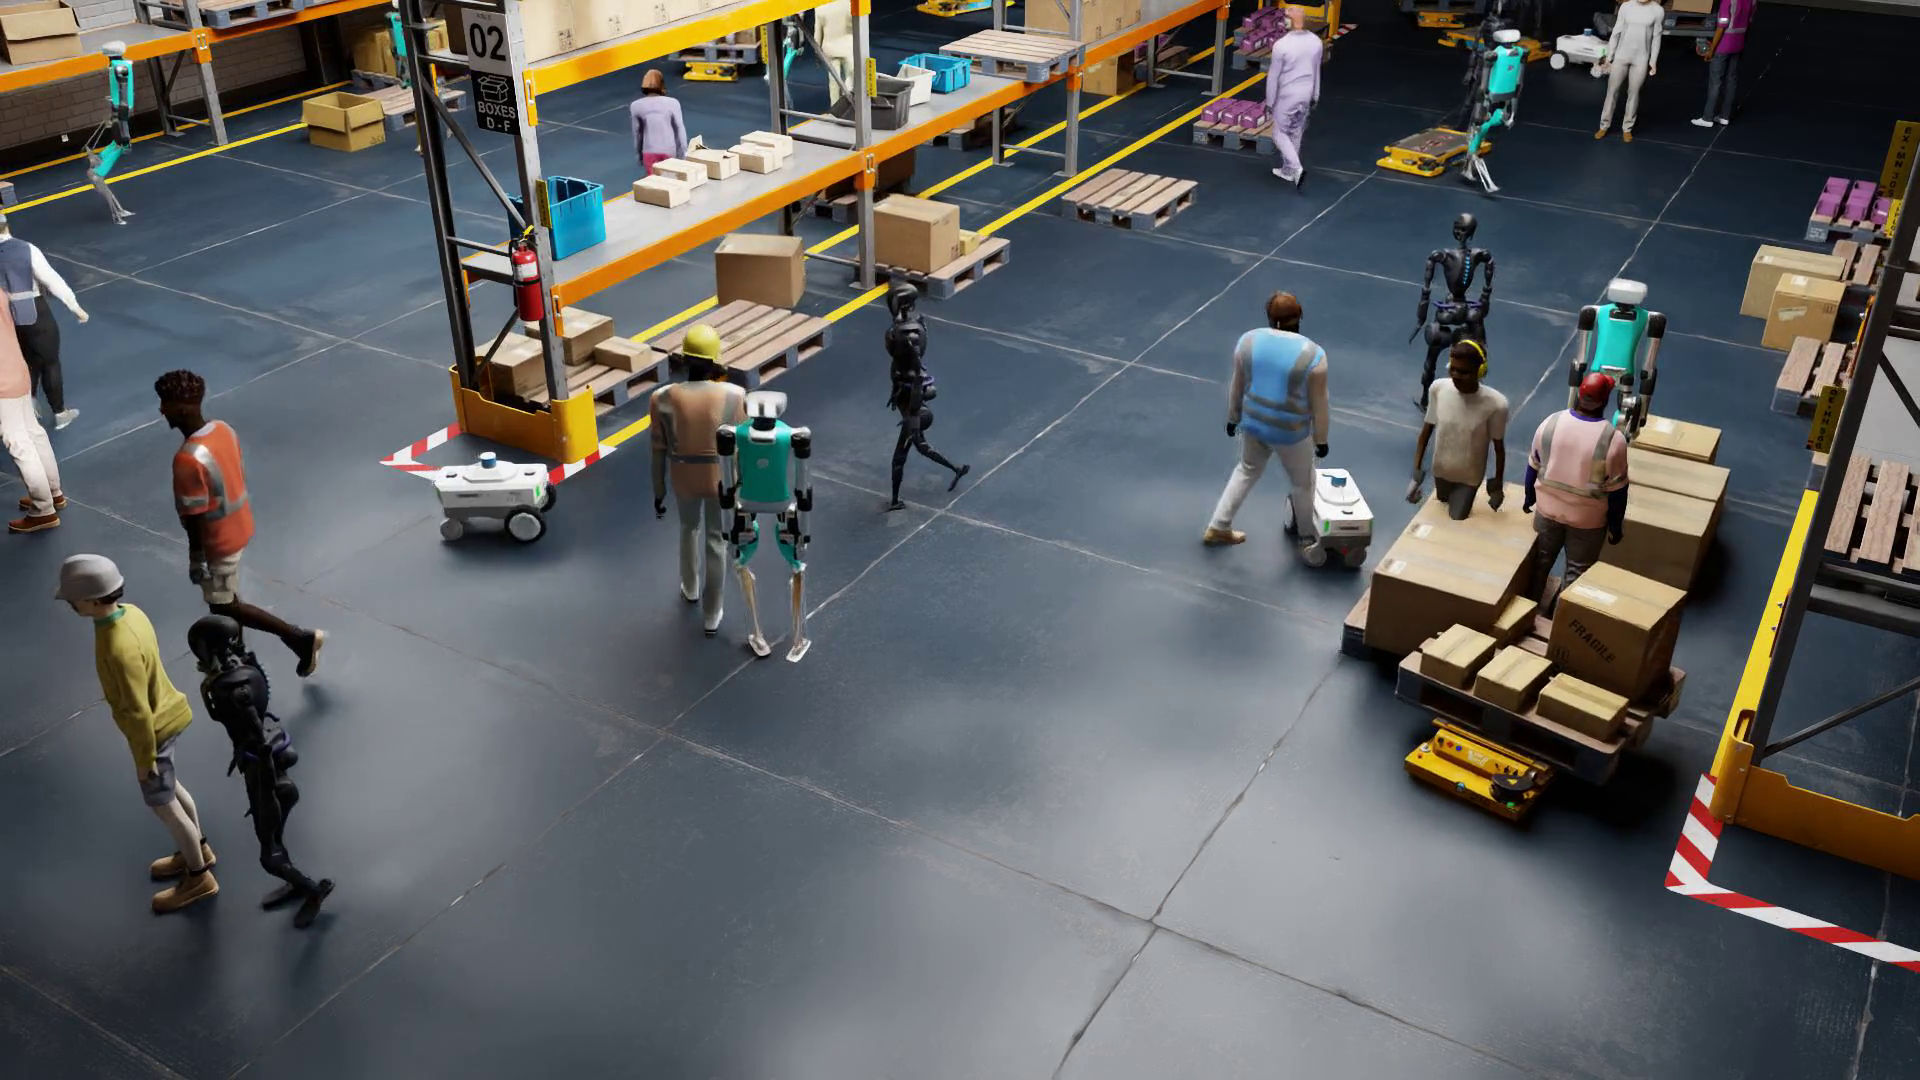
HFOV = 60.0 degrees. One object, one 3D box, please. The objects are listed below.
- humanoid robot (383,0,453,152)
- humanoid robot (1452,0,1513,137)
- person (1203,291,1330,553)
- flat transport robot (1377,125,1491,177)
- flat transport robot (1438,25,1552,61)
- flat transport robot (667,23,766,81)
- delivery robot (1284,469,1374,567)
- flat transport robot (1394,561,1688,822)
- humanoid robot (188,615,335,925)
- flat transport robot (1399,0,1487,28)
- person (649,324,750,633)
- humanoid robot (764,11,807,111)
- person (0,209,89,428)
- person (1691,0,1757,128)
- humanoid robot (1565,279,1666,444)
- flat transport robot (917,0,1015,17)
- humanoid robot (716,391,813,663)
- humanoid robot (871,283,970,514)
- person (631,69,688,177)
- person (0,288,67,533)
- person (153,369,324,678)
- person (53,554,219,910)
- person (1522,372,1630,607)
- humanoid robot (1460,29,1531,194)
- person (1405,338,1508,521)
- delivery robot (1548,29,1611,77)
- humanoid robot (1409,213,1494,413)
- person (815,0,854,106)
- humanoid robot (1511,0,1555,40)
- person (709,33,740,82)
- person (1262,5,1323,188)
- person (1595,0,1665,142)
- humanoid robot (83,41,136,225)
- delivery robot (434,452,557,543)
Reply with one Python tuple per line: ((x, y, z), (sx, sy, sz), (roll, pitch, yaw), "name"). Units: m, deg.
((-5.991, -5.306, 18.880), (0.569, 1.791, 0.944), (11, 31, 18), "humanoid robot")
((6.072, -5.487, 19.232), (0.616, 1.636, 0.423), (-16, 33, -26), "humanoid robot")
((2.051, -0.736, 10.691), (0.692, 1.808, 0.646), (24, 38, 36), "person")
((5.335, -4.366, 18.665), (0.659, 0.231, 1.431), (24, 37, 36), "flat transport robot")
((7.450, -6.914, 23.172), (0.659, 0.231, 1.431), (-20, 35, -31), "flat transport robot")
((-3.184, -6.405, 22.271), (0.659, 0.231, 1.431), (4, 30, 7), "flat transport robot")
((2.459, -0.183, 10.976), (0.510, 0.597, 0.769), (-2, 30, -3), "delivery robot")
((3.098, 1.018, 9.141), (0.659, 0.231, 1.431), (24, 38, 36), "flat transport robot")
((-3.219, 1.035, 7.674), (0.337, 1.639, 0.612), (-20, 35, -31), "humanoid robot")
((7.191, -7.923, 24.958), (0.659, 0.231, 1.431), (5, 30, 9), "flat transport robot")
((-1.529, -0.396, 9.987), (0.593, 1.894, 0.722), (-1, 29, -2), "person")
((-2.181, -5.977, 20.020), (0.534, 1.758, 0.795), (12, 32, 20), "humanoid robot")
((-6.955, -1.657, 12.379), (0.764, 1.736, 0.470), (0, 29, 0), "person")
((9.037, -5.800, 19.598), (0.525, 1.845, 0.324), (-10, 31, -17), "person")
((4.178, -0.759, 10.791), (0.540, 1.722, 0.997), (11, 31, 18), "humanoid robot")
((0.103, -8.281, 25.590), (1.431, 0.231, 0.659), (-22, 36, -34), "flat transport robot")
((-1.095, -0.125, 9.628), (0.556, 1.754, 0.684), (0, 29, -1), "humanoid robot")
((-0.263, -0.975, 11.278), (0.764, 1.629, 0.600), (-9, 31, -16), "humanoid robot")
((-2.926, -3.799, 16.330), (0.554, 1.573, 0.874), (-3, 30, -5), "person")
((-6.338, -0.999, 10.969), (0.395, 1.984, 0.609), (-6, 30, -10), "person")
((-4.094, -0.045, 9.324), (0.739, 1.939, 0.617), (-3, 30, -5), "person")
((-3.788, 0.883, 7.746), (0.411, 1.884, 0.497), (-11, 31, -19), "person")
((3.587, -0.169, 9.731), (0.604, 1.755, 0.419), (23, 37, 35), "person")
((5.497, -4.487, 17.399), (0.548, 1.744, 1.016), (-10, 31, -18), "humanoid robot")
((2.921, -0.325, 9.938), (0.508, 1.817, 0.923), (26, 38, 38), "person")
((8.294, -6.501, 22.155), (0.791, 0.598, 0.499), (25, 38, 37), "delivery robot")
((3.698, -1.606, 12.414), (0.588, 1.630, 0.798), (-4, 30, -7), "humanoid robot")
((-1.431, -5.846, 19.789), (0.590, 1.730, 0.437), (3, 30, 5), "person")
((7.861, -7.492, 22.789), (0.610, 1.636, 0.598), (-5, 30, -8), "humanoid robot")
((-3.090, -6.907, 21.470), (0.498, 1.942, 0.429), (-2, 30, -3), "person")
((3.531, -4.653, 17.543), (0.691, 1.880, 0.678), (-15, 33, -24), "person")
((7.706, -5.527, 19.077), (0.570, 1.888, 0.381), (12, 32, 21), "person")
((-8.533, -4.031, 16.614), (0.809, 1.792, 0.534), (-14, 32, -23), "humanoid robot")
((-3.117, -0.304, 11.188), (0.779, 0.594, 0.499), (-2, 30, -3), "delivery robot")
